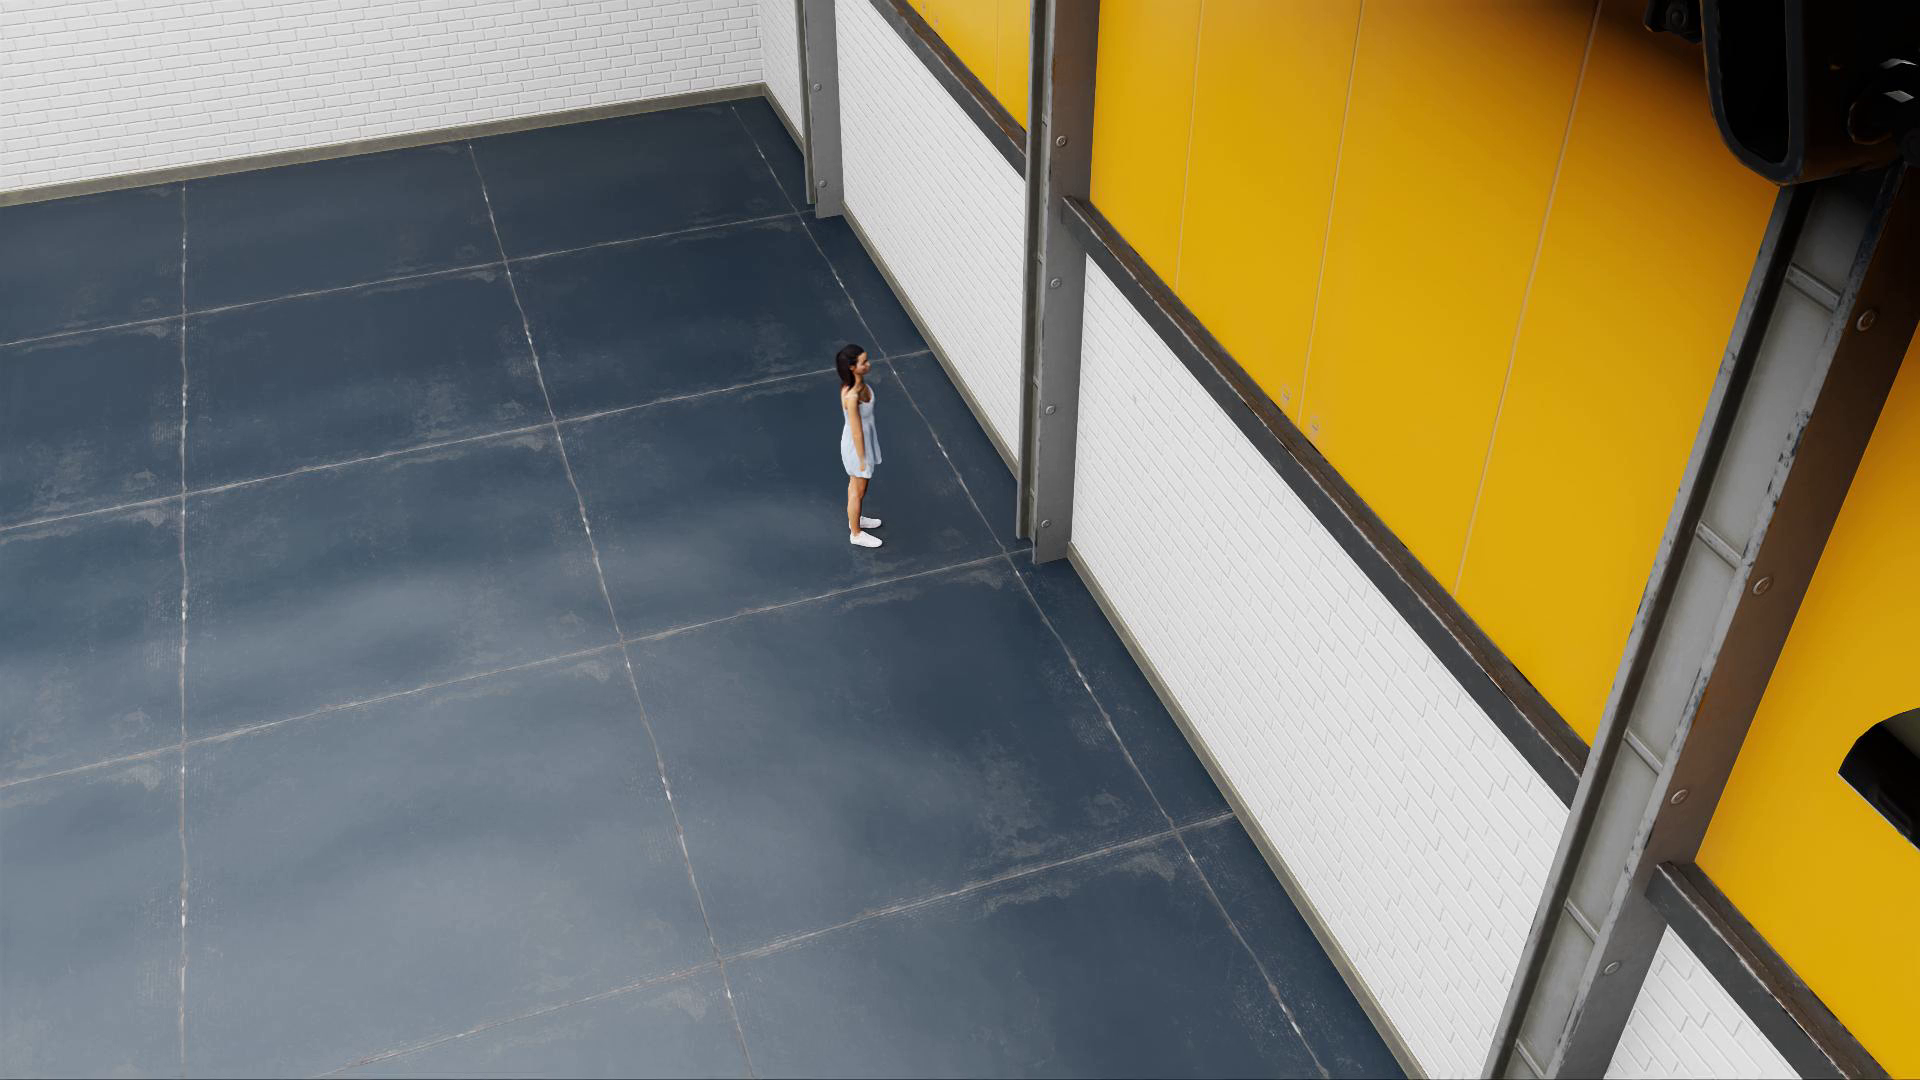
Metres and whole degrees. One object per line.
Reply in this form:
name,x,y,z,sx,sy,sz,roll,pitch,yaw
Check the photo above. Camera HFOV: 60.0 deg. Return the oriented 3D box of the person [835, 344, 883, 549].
person,-0.772,-0.728,12.568,0.713,1.730,0.578,0,39,0
